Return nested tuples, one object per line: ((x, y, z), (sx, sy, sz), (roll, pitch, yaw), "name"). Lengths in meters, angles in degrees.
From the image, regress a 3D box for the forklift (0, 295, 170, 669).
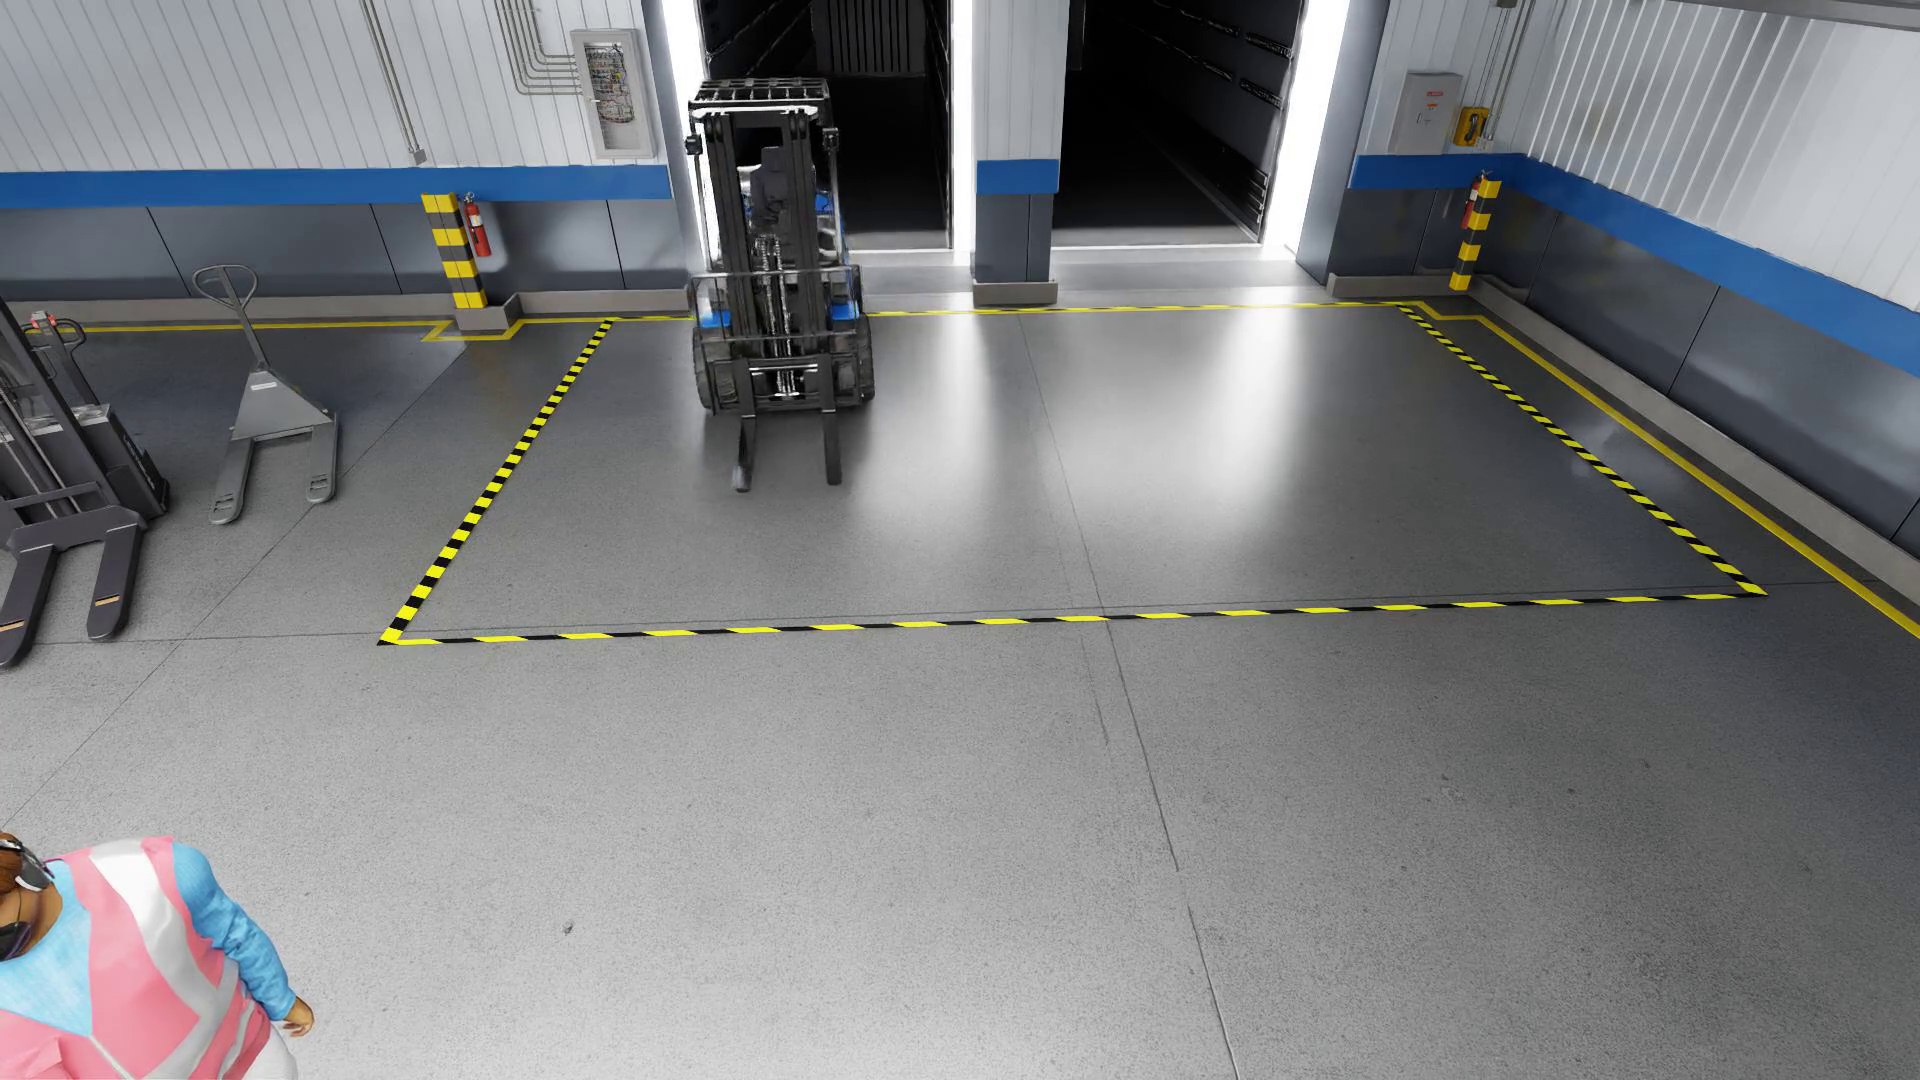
((-5.212, -0.618, 4.878), (0.823, 1.965, 1.885), (-20, 39, -26), "forklift")

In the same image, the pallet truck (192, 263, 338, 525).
((-4.778, -1.027, 6.128), (0.680, 1.201, 1.601), (-17, 38, -23), "pallet truck")

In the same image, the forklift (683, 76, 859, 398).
((-1.470, -2.517, 7.291), (1.157, 2.036, 2.680), (-5, 35, -7), "forklift")

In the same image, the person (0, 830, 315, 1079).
((-1.942, 1.320, 2.231), (0.429, 1.838, 0.632), (25, 42, 31), "person")
